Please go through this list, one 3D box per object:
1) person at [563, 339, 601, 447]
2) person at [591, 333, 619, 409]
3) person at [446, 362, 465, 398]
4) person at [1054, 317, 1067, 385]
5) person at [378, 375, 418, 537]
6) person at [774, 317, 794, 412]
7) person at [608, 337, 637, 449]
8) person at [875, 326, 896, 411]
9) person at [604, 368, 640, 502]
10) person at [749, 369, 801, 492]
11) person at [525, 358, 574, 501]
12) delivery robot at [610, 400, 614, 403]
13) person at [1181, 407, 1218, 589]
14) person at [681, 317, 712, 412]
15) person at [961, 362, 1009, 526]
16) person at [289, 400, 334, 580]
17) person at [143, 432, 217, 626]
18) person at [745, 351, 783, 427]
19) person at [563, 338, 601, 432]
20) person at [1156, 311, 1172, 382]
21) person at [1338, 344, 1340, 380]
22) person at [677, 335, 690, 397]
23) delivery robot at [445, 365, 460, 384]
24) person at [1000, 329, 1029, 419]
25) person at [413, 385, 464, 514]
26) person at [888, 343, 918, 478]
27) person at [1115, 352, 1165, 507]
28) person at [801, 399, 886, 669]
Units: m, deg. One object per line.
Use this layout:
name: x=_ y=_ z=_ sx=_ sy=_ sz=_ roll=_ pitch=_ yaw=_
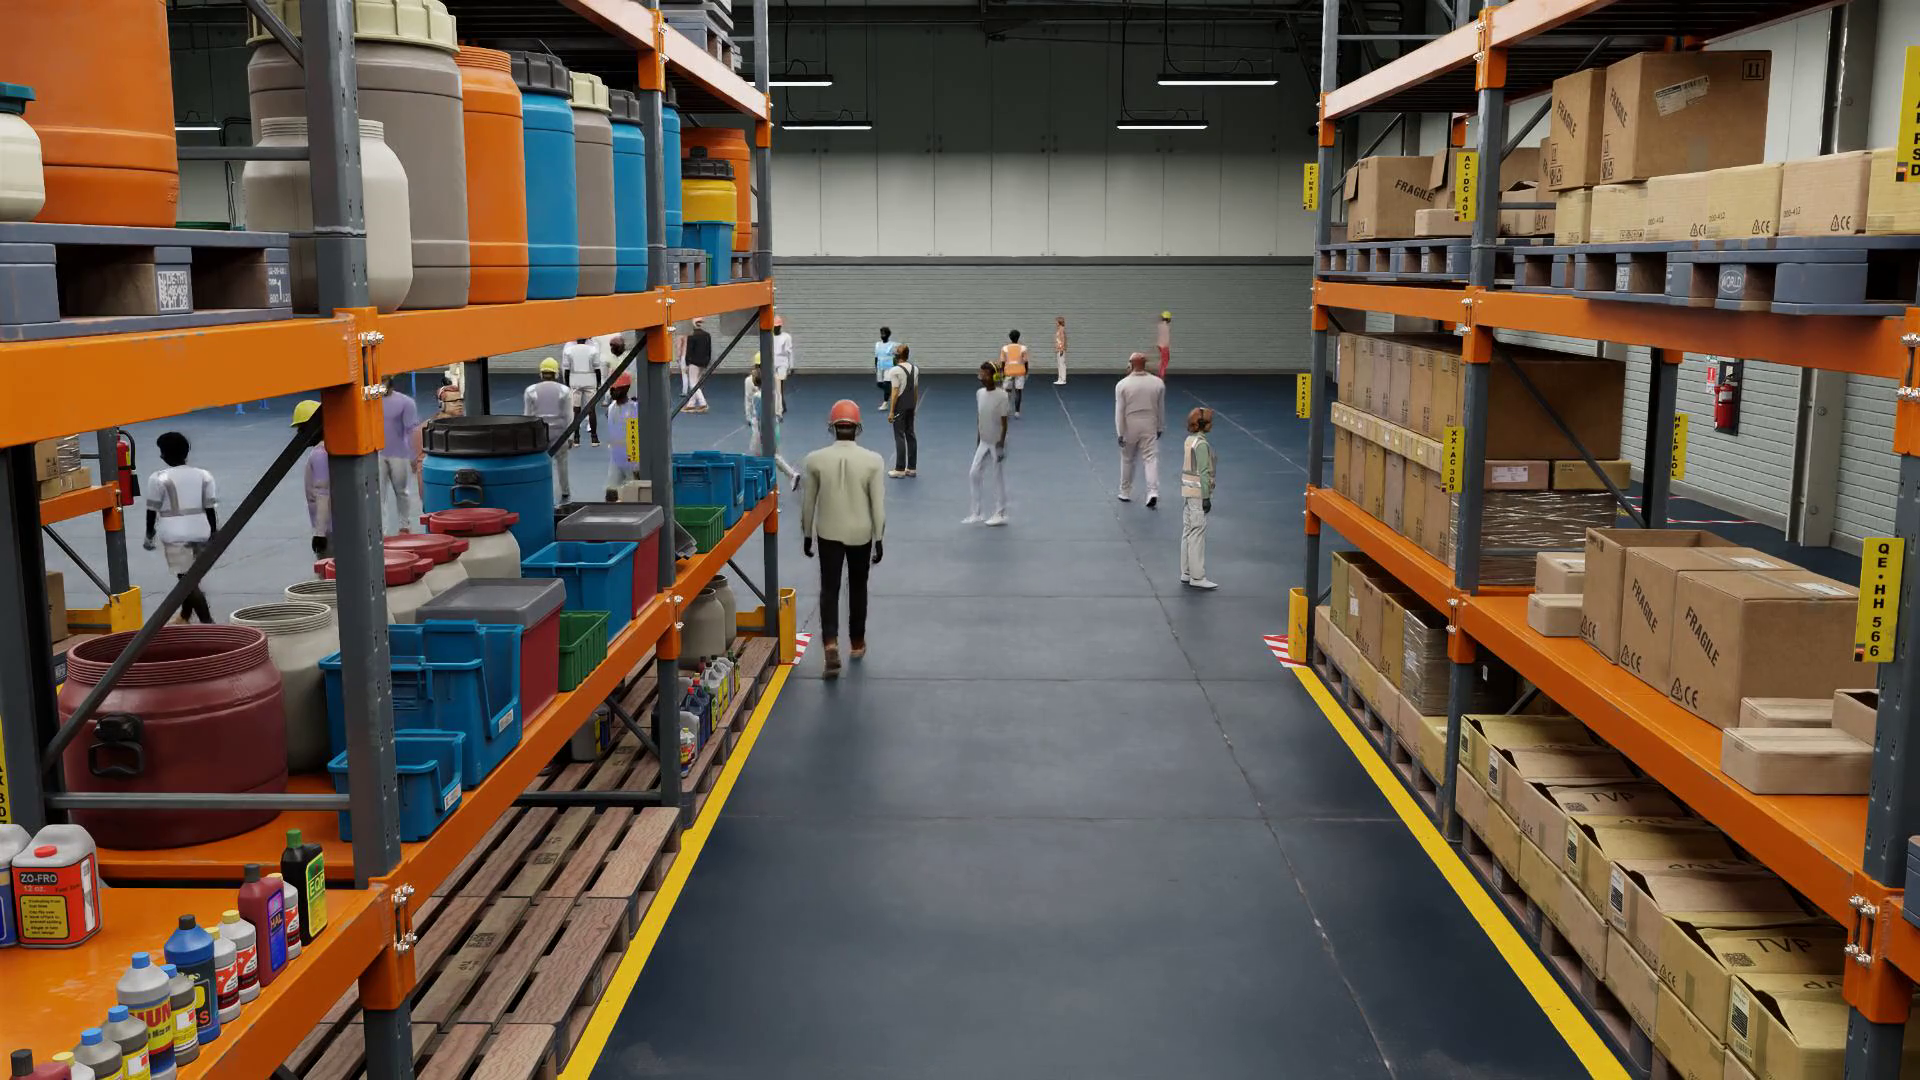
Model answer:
person: x=-6.072 y=-2.492 z=26.793 sx=0.605 sy=1.966 sz=0.367 roll=-1 pitch=10 yaw=-8
person: x=-7.115 y=-3.585 z=33.476 sx=0.633 sy=1.923 sz=0.586 roll=-7 pitch=12 yaw=-38
person: x=-10.908 y=-3.885 z=36.151 sx=0.535 sy=1.620 sz=0.340 roll=-4 pitch=10 yaw=-21
person: x=2.439 y=-4.586 z=40.314 sx=0.312 sy=1.639 sz=0.520 roll=-1 pitch=10 yaw=-6
person: x=-5.962 y=-0.876 z=17.367 sx=0.648 sy=1.889 sz=1.014 roll=-1 pitch=10 yaw=-6
person: x=-3.595 y=-3.418 z=32.563 sx=0.568 sy=1.884 sz=1.006 roll=3 pitch=10 yaw=15
person: x=-5.223 y=-2.355 z=26.530 sx=0.793 sy=1.801 sz=0.638 roll=-7 pitch=12 yaw=-36
person: x=-1.460 y=-3.455 z=33.392 sx=0.544 sy=1.678 sz=0.602 roll=6 pitch=11 yaw=33
person: x=-3.345 y=-0.819 z=17.009 sx=0.548 sy=1.904 sz=0.933 roll=8 pitch=12 yaw=40
person: x=-2.427 y=-1.371 z=21.123 sx=0.704 sy=1.616 sz=0.505 roll=3 pitch=10 yaw=17
person: x=-4.983 y=-1.311 z=20.248 sx=0.595 sy=1.792 sz=0.890 roll=-2 pitch=10 yaw=-10
delivery robot: x=-6.295 y=-2.719 z=31.444 sx=0.335 sy=0.223 sz=0.698 roll=7 pitch=12 yaw=34
person: x=2.173 y=-0.390 z=15.178 sx=0.308 sy=1.642 sz=0.510 roll=-1 pitch=10 yaw=-8
person: x=-5.220 y=-3.494 z=32.842 sx=0.672 sy=1.948 sz=0.688 roll=6 pitch=11 yaw=32
person: x=0.274 y=-1.062 z=18.572 sx=0.563 sy=1.844 sz=0.741 roll=9 pitch=13 yaw=43
person: x=-4.913 y=-0.130 z=12.848 sx=0.426 sy=1.903 sz=0.598 roll=-2 pitch=10 yaw=-14
person: x=-6.053 y=-0.024 z=12.998 sx=0.861 sy=1.647 sz=0.523 roll=5 pitch=11 yaw=28
person: x=-2.703 y=-1.727 z=22.854 sx=0.537 sy=1.746 sz=0.433 roll=-5 pitch=11 yaw=-29
person: x=-6.656 y=-2.870 z=29.330 sx=0.652 sy=1.883 sz=0.816 roll=-3 pitch=10 yaw=-15
person: x=5.084 y=-4.772 z=41.090 sx=0.374 sy=1.750 sz=0.542 roll=-3 pitch=10 yaw=-18
person: x=6.493 y=-2.607 z=27.256 sx=0.605 sy=2.044 sz=0.375 roll=4 pitch=10 yaw=20
person: x=-6.007 y=-4.051 z=36.723 sx=0.533 sy=1.772 sz=0.298 roll=-6 pitch=11 yaw=-32
delivery robot: x=-11.800 y=-3.877 z=39.154 sx=0.707 sy=0.478 sz=0.477 roll=7 pitch=12 yaw=37
person: x=1.043 y=-3.152 z=31.597 sx=0.543 sy=1.689 sz=0.364 roll=1 pitch=10 yaw=6
person: x=-4.331 y=-0.371 z=14.256 sx=0.409 sy=1.913 sz=0.646 roll=7 pitch=12 yaw=36
person: x=-0.792 y=-1.792 z=22.960 sx=0.332 sy=1.844 sz=0.517 roll=8 pitch=12 yaw=40
person: x=2.211 y=-1.361 z=20.347 sx=0.643 sy=1.863 sz=0.981 roll=-1 pitch=10 yaw=-7
person: x=-0.860 y=-0.051 z=12.207 sx=0.629 sy=1.965 sz=0.952 roll=0 pitch=9 yaw=2
